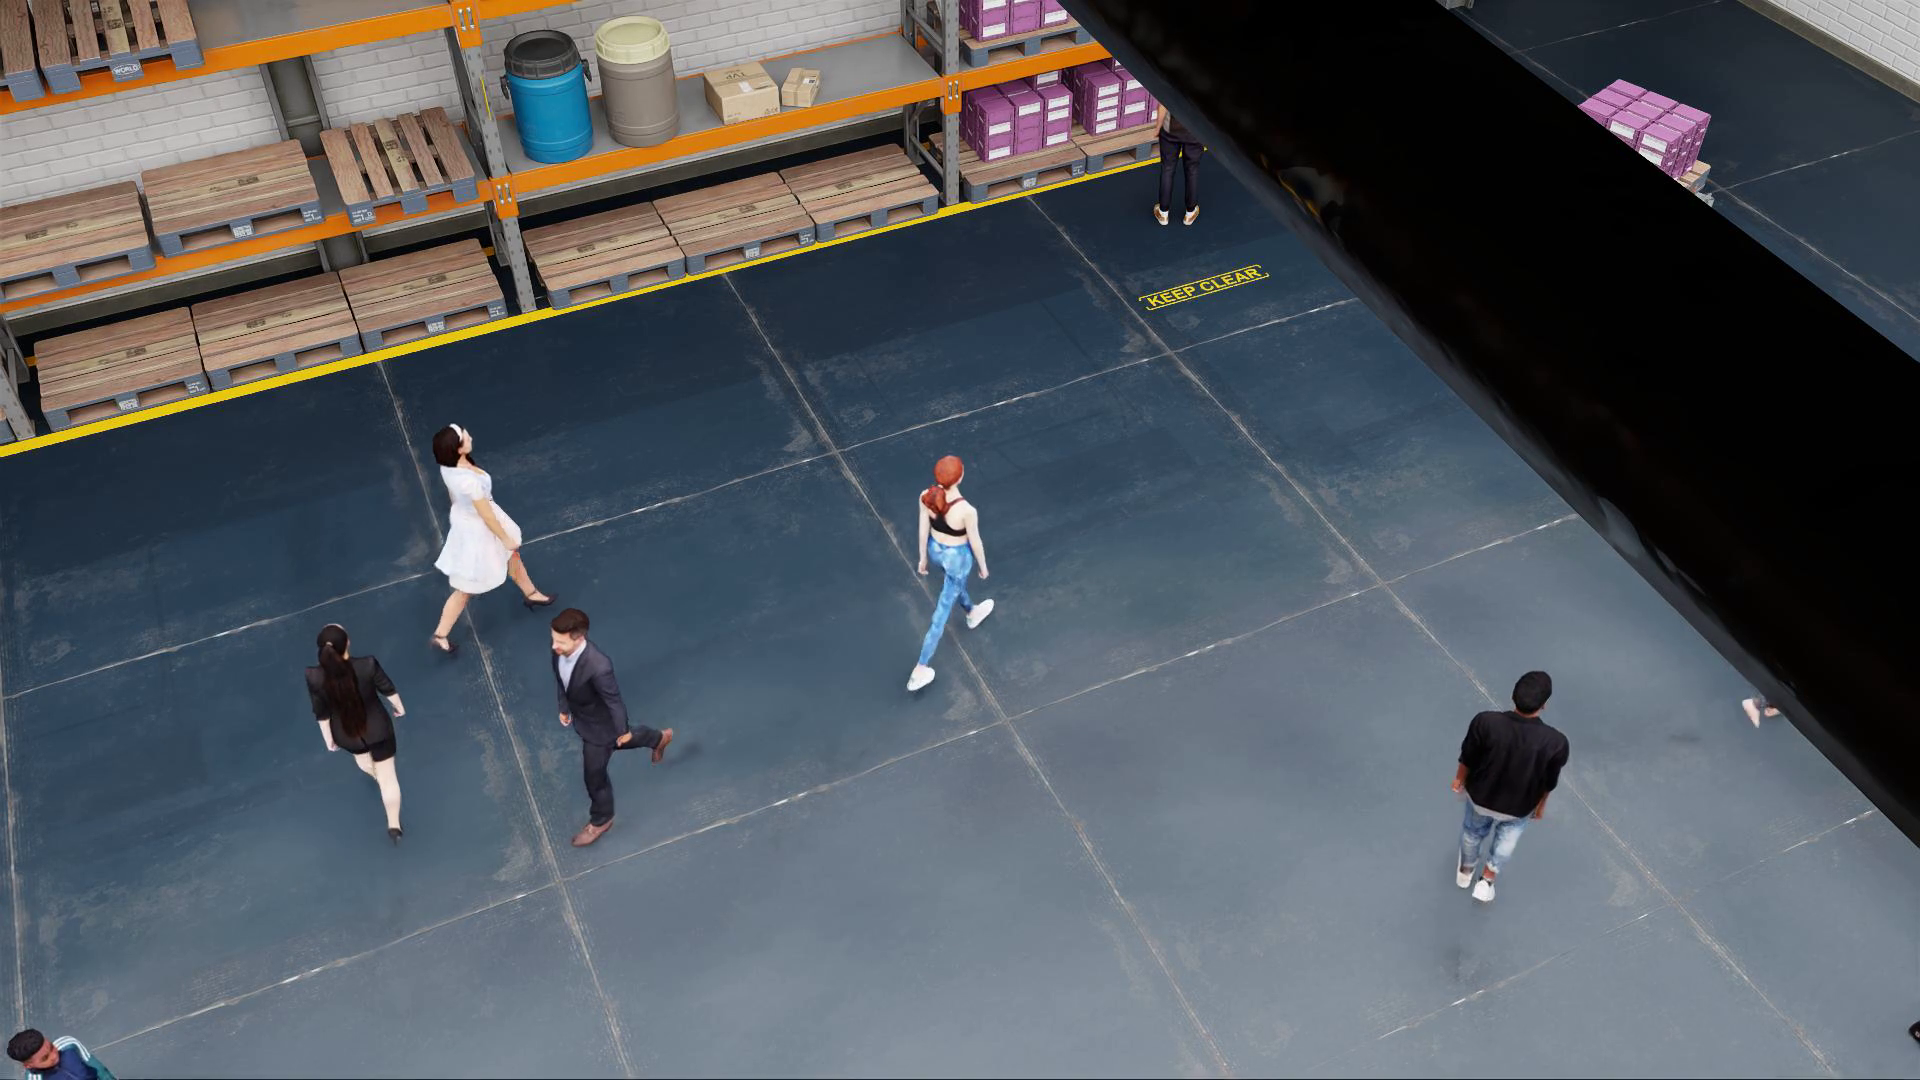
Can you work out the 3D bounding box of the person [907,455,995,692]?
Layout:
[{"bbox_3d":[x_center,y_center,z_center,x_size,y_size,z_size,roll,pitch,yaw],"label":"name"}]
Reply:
[{"bbox_3d":[-0.107,0.235,10.701,1.029,1.734,1.293,24,49,23],"label":"person"}]

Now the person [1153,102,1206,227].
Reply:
[{"bbox_3d":[1.964,-3.640,14.651,0.693,1.896,0.800,6,44,6],"label":"person"}]

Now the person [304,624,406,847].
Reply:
[{"bbox_3d":[-3.490,1.188,9.748,0.876,1.668,0.774,-11,45,-11],"label":"person"}]

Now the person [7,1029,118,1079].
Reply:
[{"bbox_3d":[-4.499,2.792,8.375,0.923,1.240,0.813,9,44,9],"label":"person"}]

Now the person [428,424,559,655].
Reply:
[{"bbox_3d":[-3.232,0.048,10.866,1.232,1.777,0.780,-25,49,-24],"label":"person"}]

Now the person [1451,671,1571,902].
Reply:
[{"bbox_3d":[3.042,1.457,9.366,0.879,1.806,0.936,17,46,17],"label":"person"}]

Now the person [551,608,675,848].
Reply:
[{"bbox_3d":[-2.080,1.003,9.822,1.159,1.835,0.825,-33,53,-30],"label":"person"}]
